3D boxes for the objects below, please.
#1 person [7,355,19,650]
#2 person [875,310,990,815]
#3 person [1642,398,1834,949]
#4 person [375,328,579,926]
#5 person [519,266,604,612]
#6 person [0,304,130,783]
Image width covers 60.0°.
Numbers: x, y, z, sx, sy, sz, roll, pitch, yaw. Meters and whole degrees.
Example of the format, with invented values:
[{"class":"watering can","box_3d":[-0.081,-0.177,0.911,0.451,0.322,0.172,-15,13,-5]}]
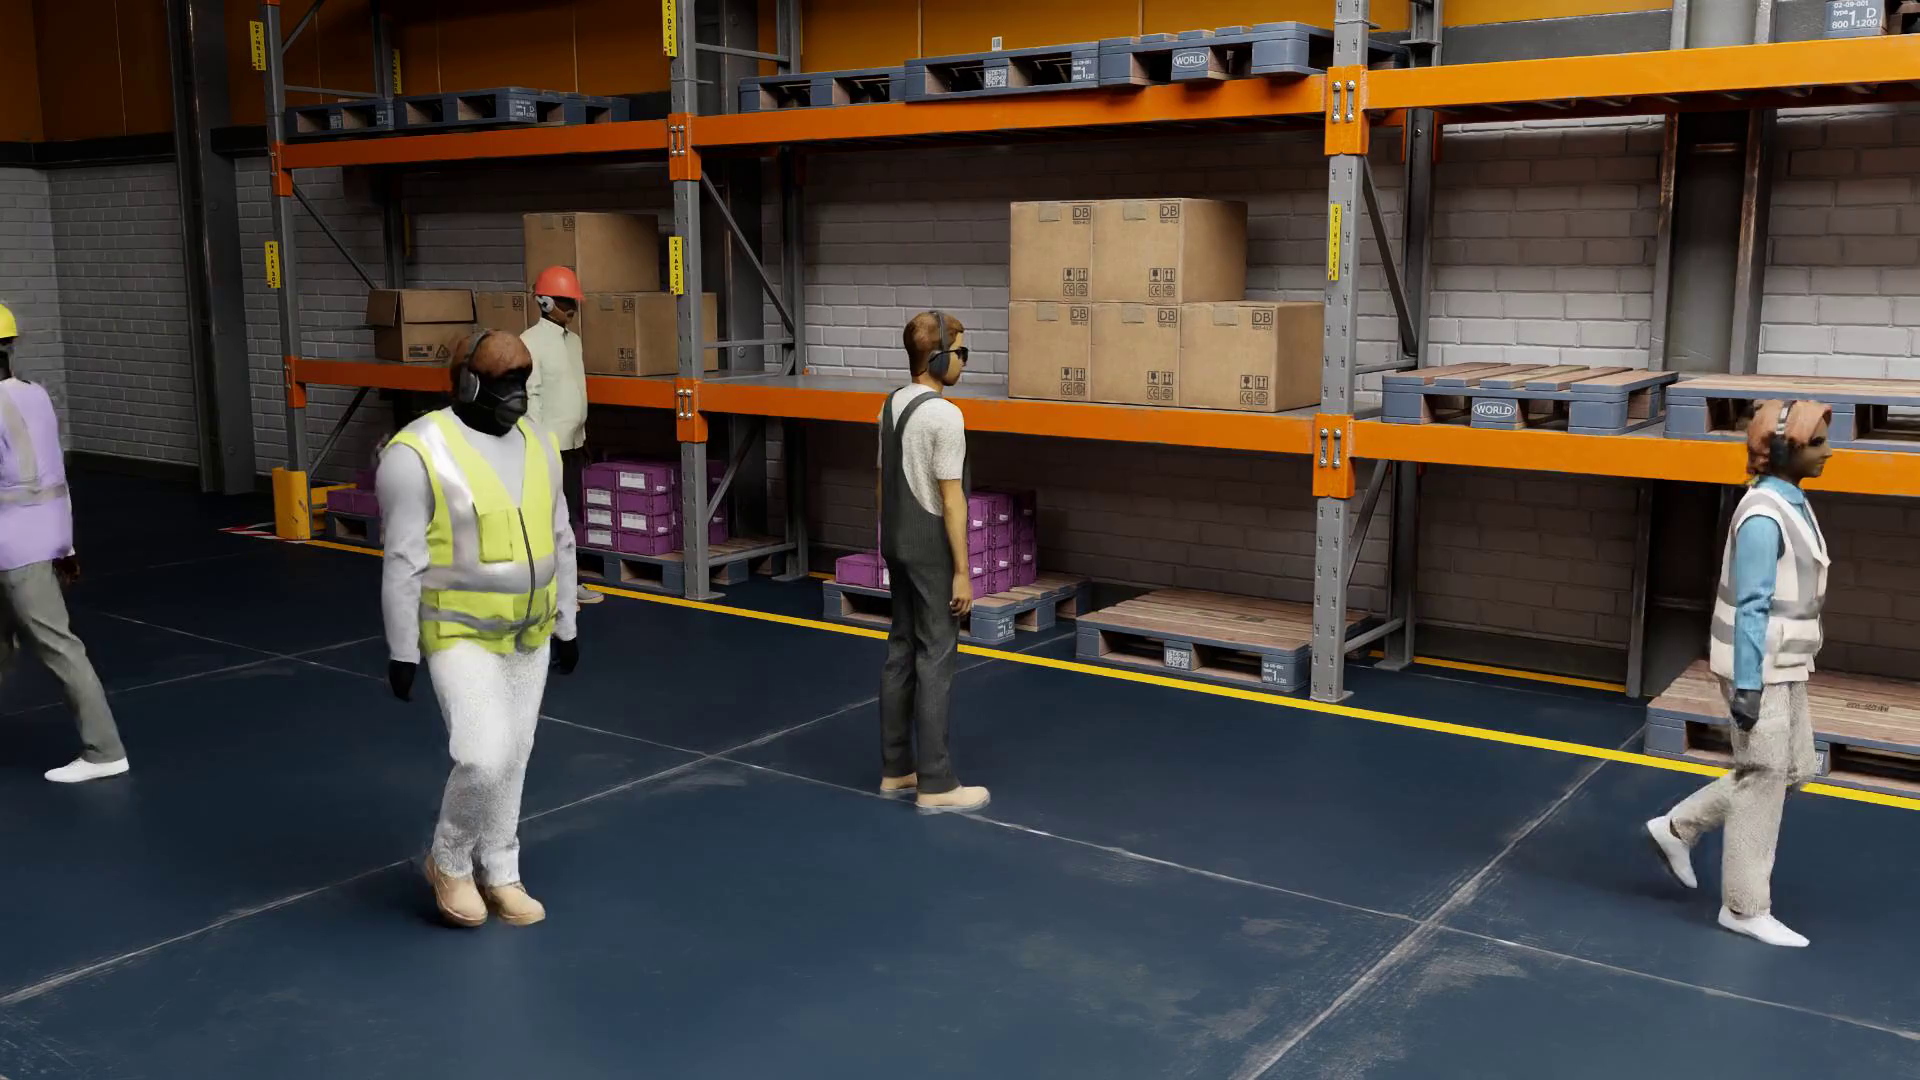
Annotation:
[{"class":"person","box_3d":[-5.109,-0.381,8.452,0.382,1.992,0.621,5,11,30]},{"class":"person","box_3d":[-0.119,0.083,6.133,0.328,1.842,0.515,-6,11,-32]},{"class":"person","box_3d":[2.344,0.386,4.947,0.437,1.632,0.526,6,11,33]},{"class":"person","box_3d":[-1.402,0.283,4.985,0.443,1.824,0.649,6,11,33]},{"class":"person","box_3d":[-2.322,-0.579,9.625,0.379,1.994,0.611,2,10,14]},{"class":"person","box_3d":[-3.702,0.030,6.322,0.958,1.876,0.616,-2,10,-11]}]
